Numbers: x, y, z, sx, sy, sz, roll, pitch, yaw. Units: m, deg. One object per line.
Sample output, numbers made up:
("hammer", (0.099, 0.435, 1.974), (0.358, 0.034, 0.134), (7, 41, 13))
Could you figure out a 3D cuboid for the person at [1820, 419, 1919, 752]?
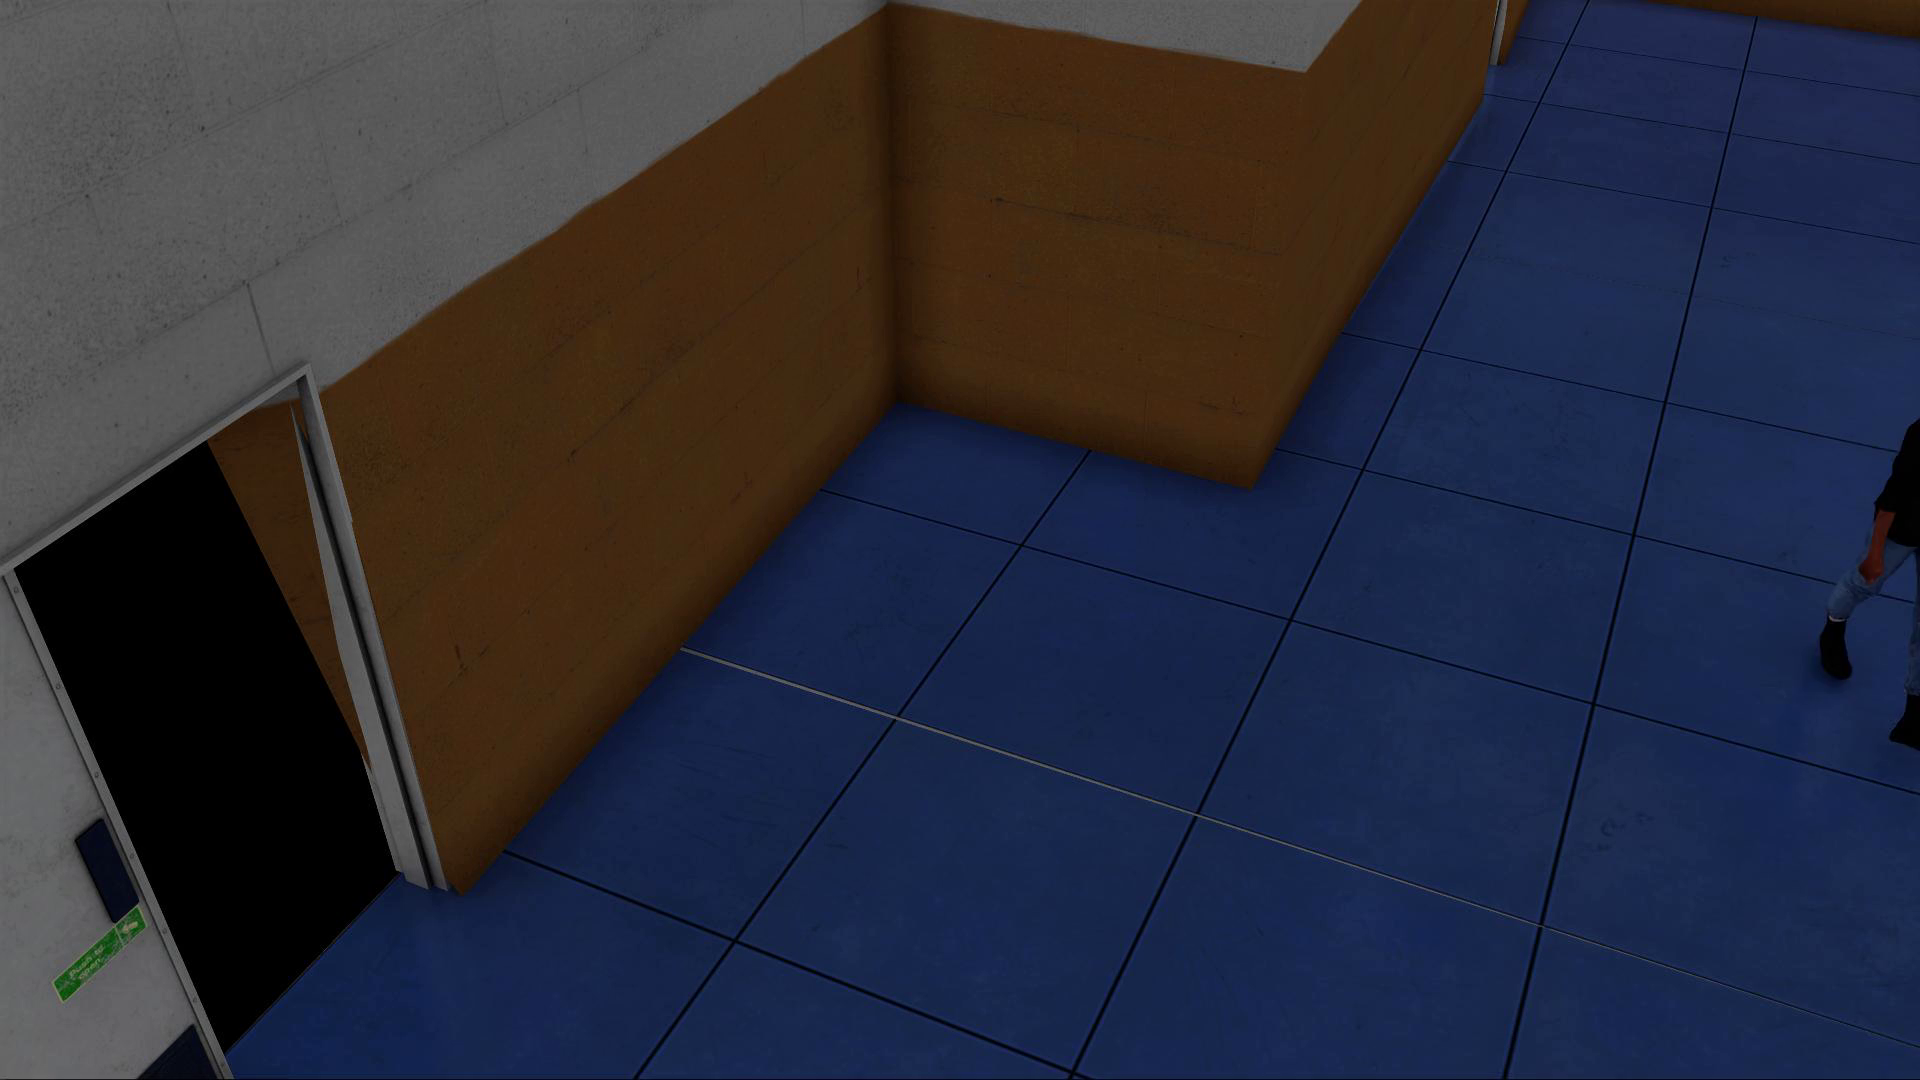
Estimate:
("person", (3.818, -0.041, 6.724), (1.137, 1.666, 0.947), (1, 37, 2))
